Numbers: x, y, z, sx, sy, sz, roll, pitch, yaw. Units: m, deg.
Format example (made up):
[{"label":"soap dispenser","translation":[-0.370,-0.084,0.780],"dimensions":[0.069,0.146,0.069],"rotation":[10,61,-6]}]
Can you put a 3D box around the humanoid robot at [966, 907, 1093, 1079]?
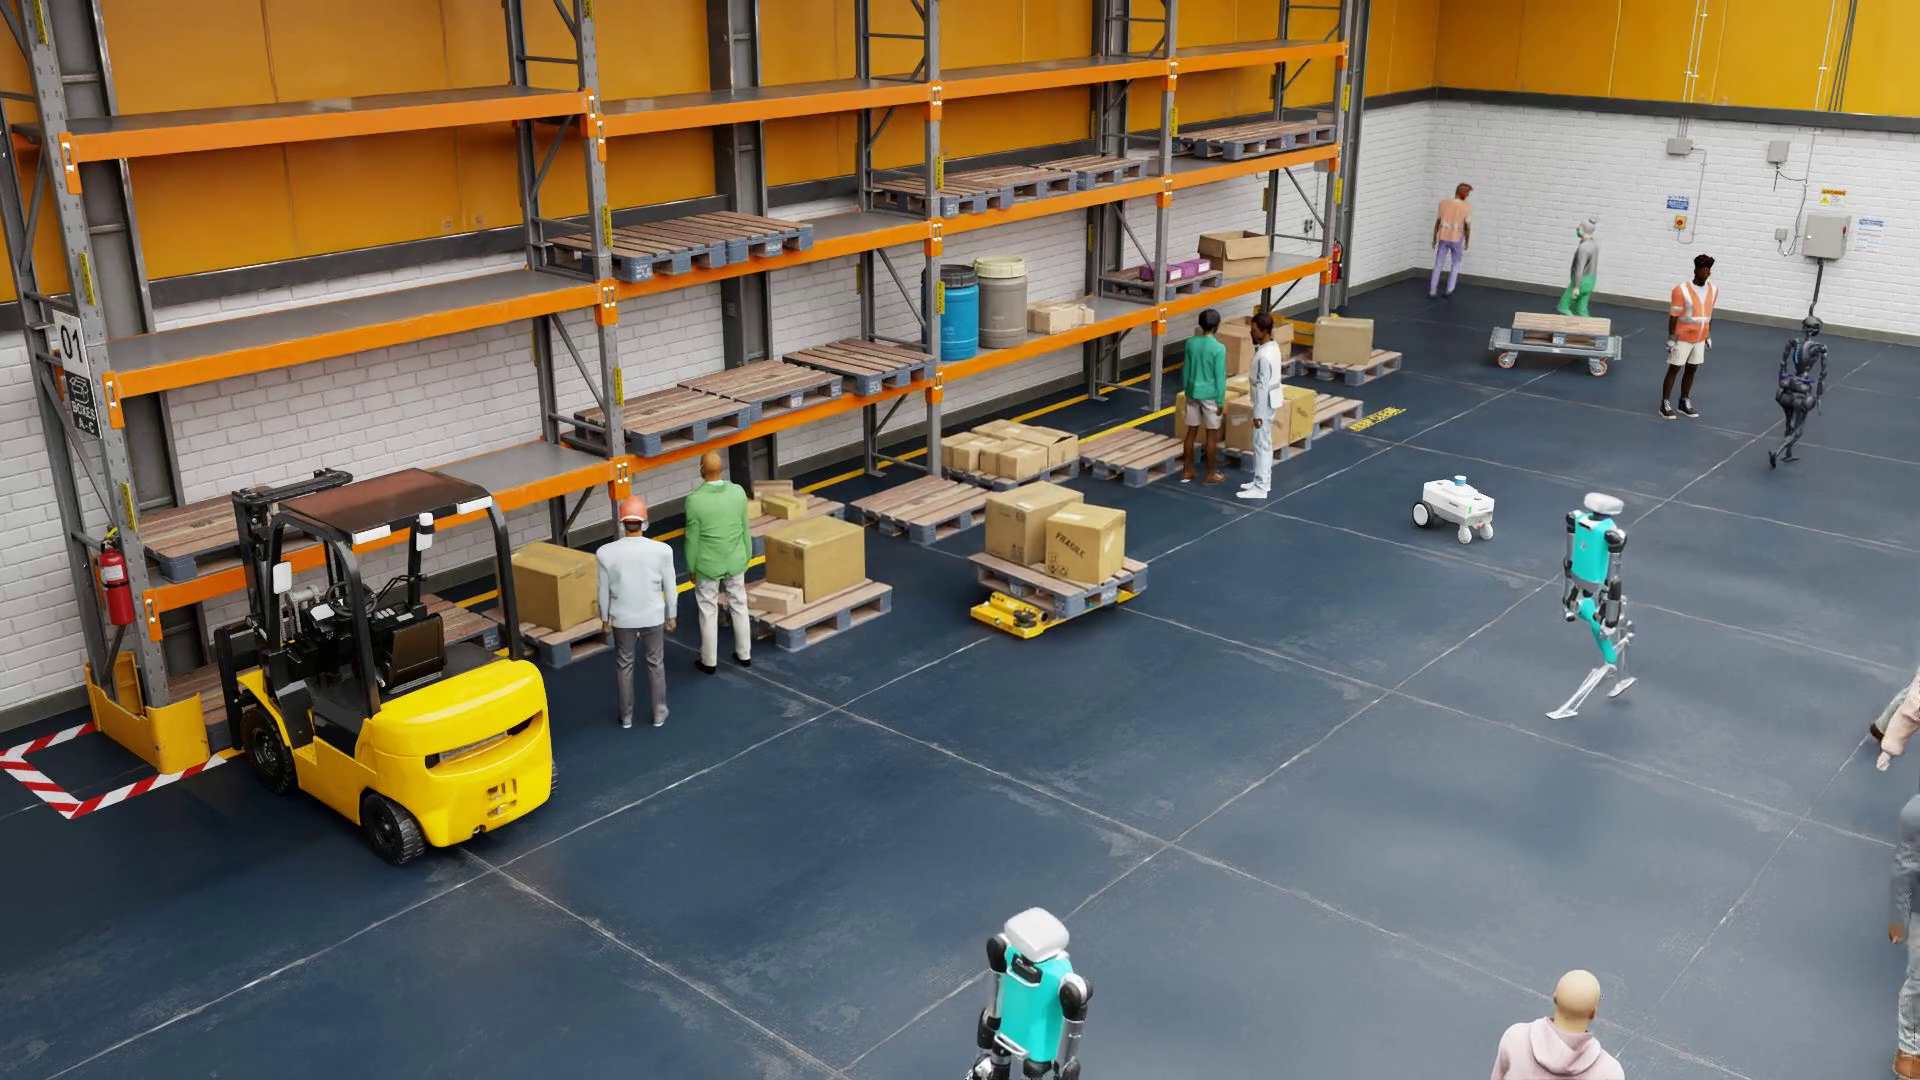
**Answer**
[{"label":"humanoid robot","translation":[0.129,2.472,6.884],"dimensions":[0.754,1.895,0.546],"rotation":[-18,27,-40]}]

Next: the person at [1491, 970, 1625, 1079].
[{"label":"person","translation":[2.328,2.499,6.612],"dimensions":[0.537,1.774,0.416],"rotation":[13,24,30]}]

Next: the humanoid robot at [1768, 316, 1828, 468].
[{"label":"humanoid robot","translation":[8.964,-1.594,17.871],"dimensions":[0.677,1.636,0.587],"rotation":[-10,23,-26]}]

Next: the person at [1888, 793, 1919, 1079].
[{"label":"person","translation":[4.976,1.847,8.208],"dimensions":[0.799,1.898,0.386],"rotation":[2,20,7]}]

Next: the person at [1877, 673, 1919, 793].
[{"label":"person","translation":[5.898,1.284,9.797],"dimensions":[0.831,1.846,0.486],"rotation":[12,24,30]}]

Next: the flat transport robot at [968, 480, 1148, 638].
[{"label":"flat transport robot","translation":[0.825,0.483,14.242],"dimensions":[1.431,0.231,0.659],"rotation":[-18,27,-40]}]

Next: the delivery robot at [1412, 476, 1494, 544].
[{"label":"delivery robot","translation":[4.779,-0.318,16.022],"dimensions":[0.499,0.609,0.813],"rotation":[-9,22,-24]}]

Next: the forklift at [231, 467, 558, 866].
[{"label":"forklift","translation":[-3.730,0.710,10.856],"dimensions":[2.313,2.155,1.214],"rotation":[17,26,38]}]

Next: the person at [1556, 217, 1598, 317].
[{"label":"person","translation":[8.505,-3.532,22.863],"dimensions":[0.421,1.828,0.556],"rotation":[17,26,39]}]

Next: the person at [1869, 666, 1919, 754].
[{"label":"person","translation":[6.716,0.763,11.259],"dimensions":[0.582,1.818,1.030],"rotation":[-3,20,-8]}]

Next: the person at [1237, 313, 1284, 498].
[{"label":"person","translation":[3.075,-1.363,16.879],"dimensions":[0.400,1.911,0.585],"rotation":[5,21,14]}]

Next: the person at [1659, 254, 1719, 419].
[{"label":"person","translation":[8.612,-2.401,19.610],"dimensions":[0.611,1.962,0.362],"rotation":[-6,21,-15]}]

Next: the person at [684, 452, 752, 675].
[{"label":"person","translation":[-1.870,0.175,12.902],"dimensions":[0.545,1.778,0.383],"rotation":[-12,23,-29]}]

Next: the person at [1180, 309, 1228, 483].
[{"label":"person","translation":[2.550,-1.483,17.326],"dimensions":[0.509,1.855,0.493],"rotation":[16,26,37]}]

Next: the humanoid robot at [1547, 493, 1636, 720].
[{"label":"humanoid robot","translation":[4.830,0.474,12.221],"dimensions":[1.016,1.776,0.531],"rotation":[-8,22,-21]}]

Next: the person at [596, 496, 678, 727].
[{"label":"person","translation":[-2.321,0.523,12.012],"dimensions":[0.572,1.739,0.351],"rotation":[-4,21,-10]}]

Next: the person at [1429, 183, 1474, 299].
[{"label":"person","translation":[7.660,-4.658,25.950],"dimensions":[0.606,1.811,0.481],"rotation":[13,24,32]}]
